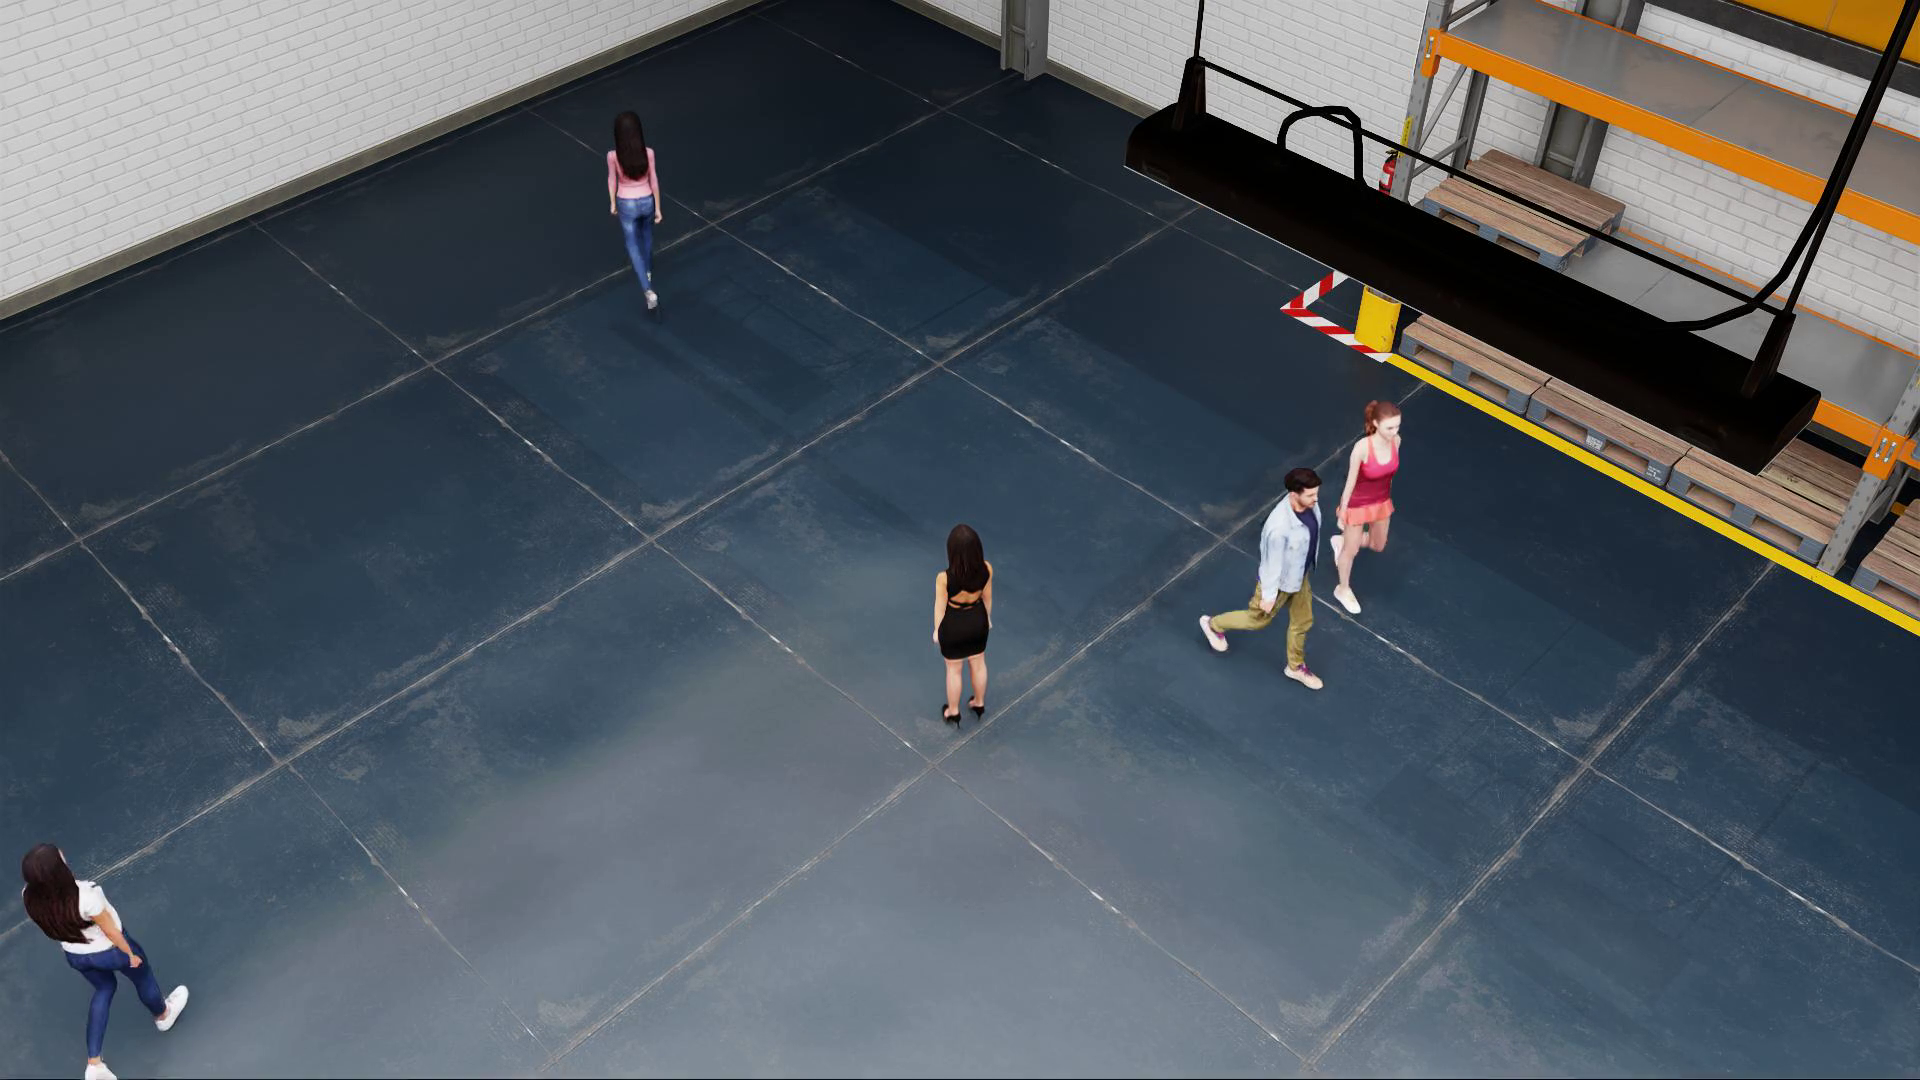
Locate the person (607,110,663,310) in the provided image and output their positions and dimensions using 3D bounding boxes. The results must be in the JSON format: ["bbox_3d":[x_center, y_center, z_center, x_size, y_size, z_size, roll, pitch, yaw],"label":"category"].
[{"bbox_3d":[-2.721,-2.764,13.981,0.840,1.720,1.130,-15,46,-15],"label":"person"}]

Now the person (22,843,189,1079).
[{"bbox_3d":[-4.549,2.232,8.710,1.020,1.757,1.008,7,44,7],"label":"person"}]

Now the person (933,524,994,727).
[{"bbox_3d":[0.030,0.569,10.536,0.605,1.647,0.601,-16,46,-16],"label":"person"}]

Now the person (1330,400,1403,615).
[{"bbox_3d":[2.736,-0.295,11.372,0.738,1.746,0.879,-14,45,-15],"label":"person"}]

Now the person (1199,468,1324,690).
[{"bbox_3d":[2.022,0.209,10.818,1.181,1.779,0.776,29,51,27],"label":"person"}]
